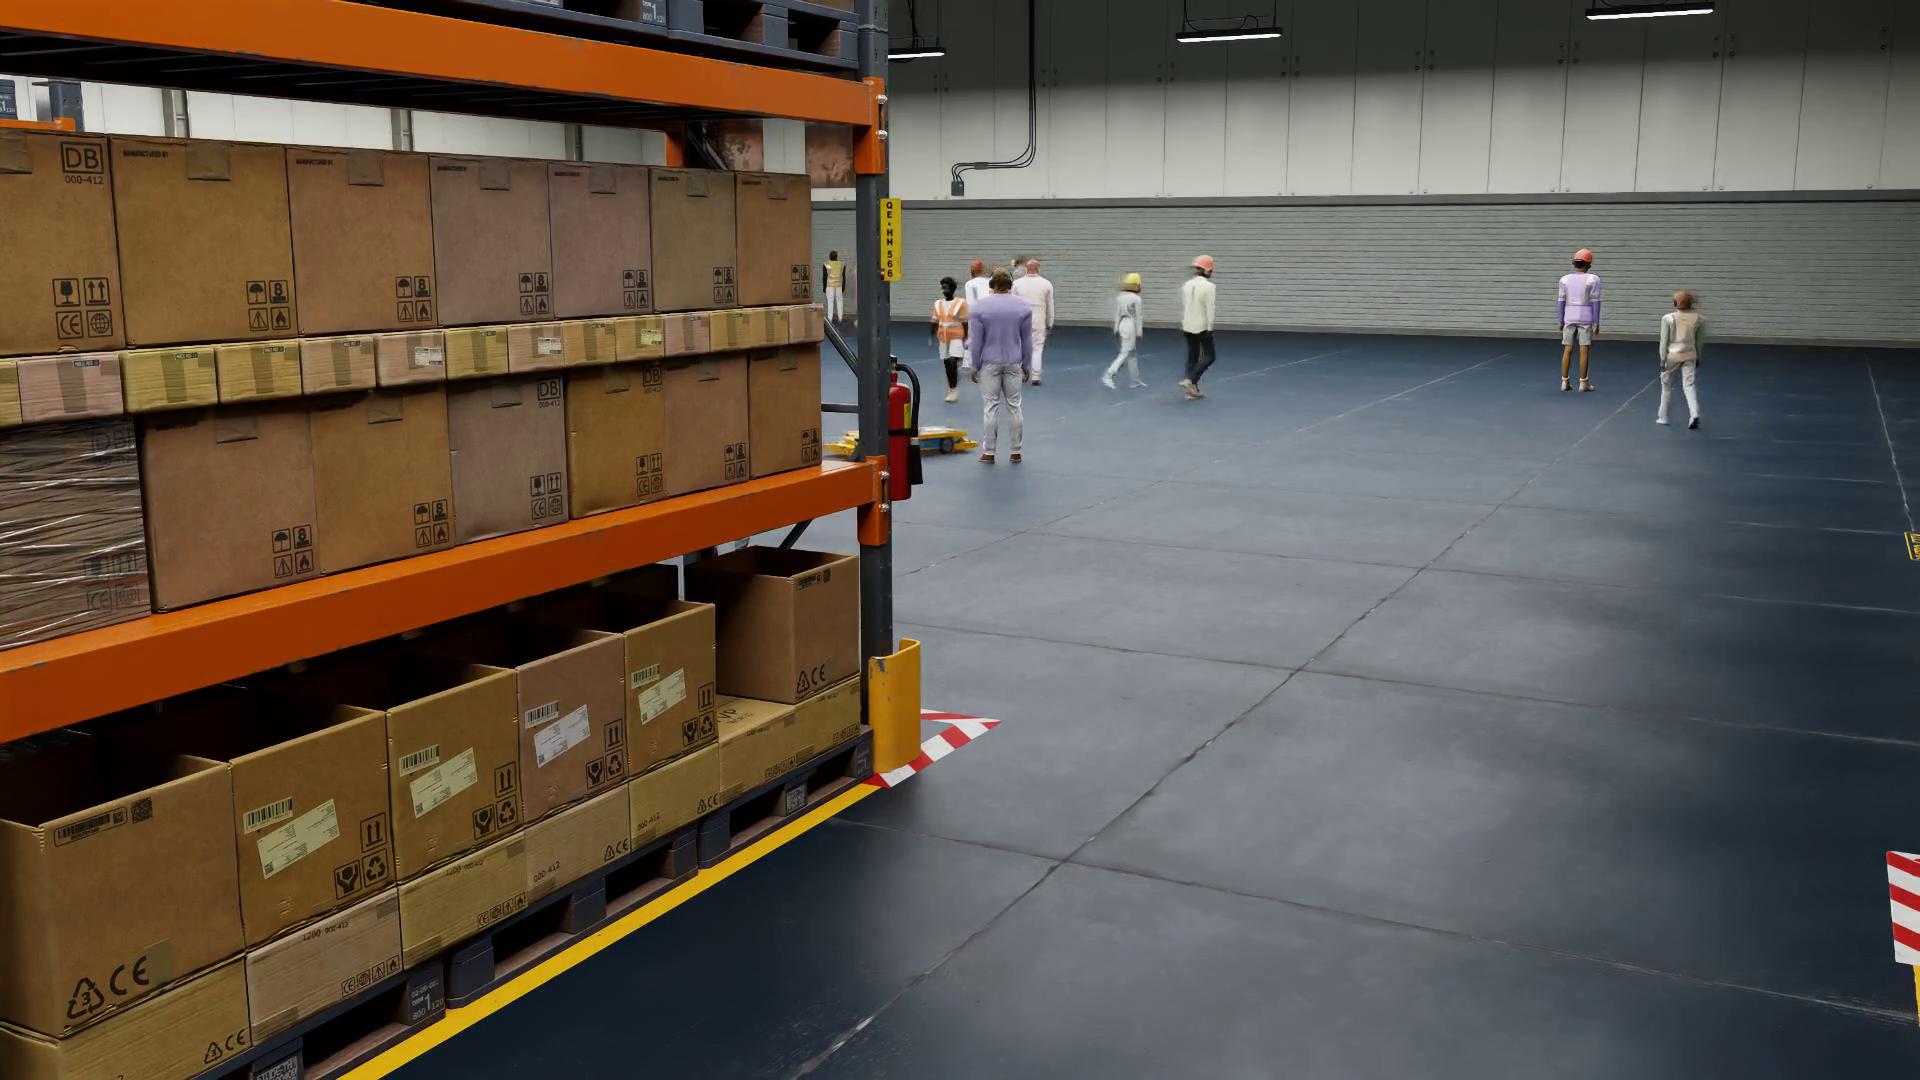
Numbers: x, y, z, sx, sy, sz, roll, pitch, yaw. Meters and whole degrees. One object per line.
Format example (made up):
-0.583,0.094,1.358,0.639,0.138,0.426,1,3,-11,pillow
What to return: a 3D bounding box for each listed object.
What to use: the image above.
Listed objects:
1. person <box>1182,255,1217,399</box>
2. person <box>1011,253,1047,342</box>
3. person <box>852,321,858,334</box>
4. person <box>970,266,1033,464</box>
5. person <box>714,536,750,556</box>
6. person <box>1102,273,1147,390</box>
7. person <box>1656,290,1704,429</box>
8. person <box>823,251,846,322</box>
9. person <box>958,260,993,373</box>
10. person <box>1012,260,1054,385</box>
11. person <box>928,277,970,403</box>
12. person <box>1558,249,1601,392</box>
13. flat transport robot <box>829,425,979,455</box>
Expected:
3.251,-2.890,22.685,0.504,1.981,0.628,-7,12,-33,person
1.266,-4.847,33.607,1.019,1.896,0.627,1,10,8,person
-2.016,-5.387,36.550,0.557,1.892,0.651,2,11,10,person
0.401,-1.710,16.347,0.631,1.940,0.372,-2,11,-11,person
-1.629,-0.646,11.372,0.499,1.636,0.286,3,11,17,person
2.416,-3.055,24.332,0.857,1.706,0.489,-6,12,-30,person
8.447,-2.109,19.437,0.530,1.610,0.809,0,10,2,person
-3.280,-6.588,43.215,0.627,1.844,0.429,-5,11,-24,person
0.340,-3.606,26.957,0.576,1.845,0.948,-7,13,-34,person
1.097,-3.291,25.200,0.656,1.852,0.997,1,10,3,person
-0.189,-2.670,22.284,0.558,1.671,0.662,6,12,30,person
8.916,-3.157,23.948,0.605,2.045,0.380,9,14,41,person
-0.576,-1.029,17.187,1.431,0.197,0.652,-7,13,-34,flat transport robot
